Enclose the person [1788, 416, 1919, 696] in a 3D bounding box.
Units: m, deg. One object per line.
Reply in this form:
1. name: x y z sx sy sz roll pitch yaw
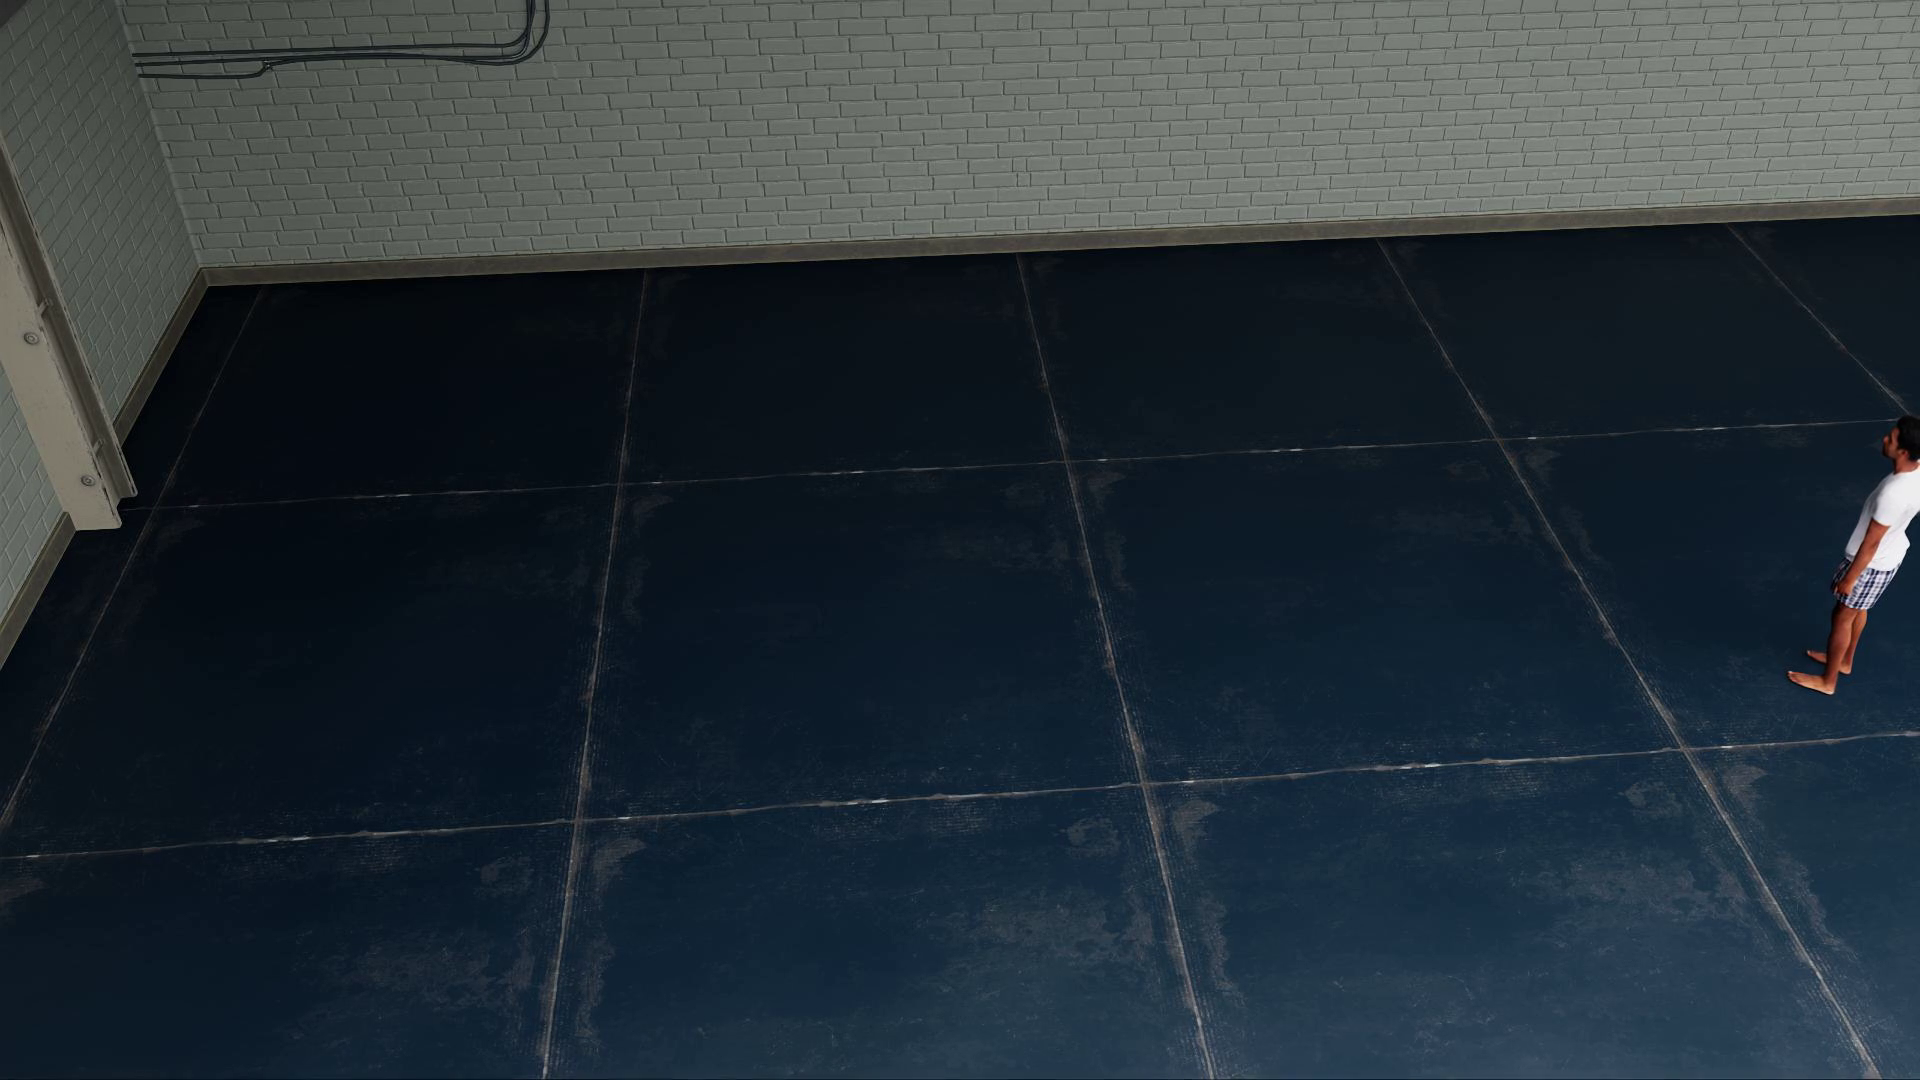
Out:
1. person: 4.971 0.095 9.058 0.754 1.727 0.704 30 47 32
